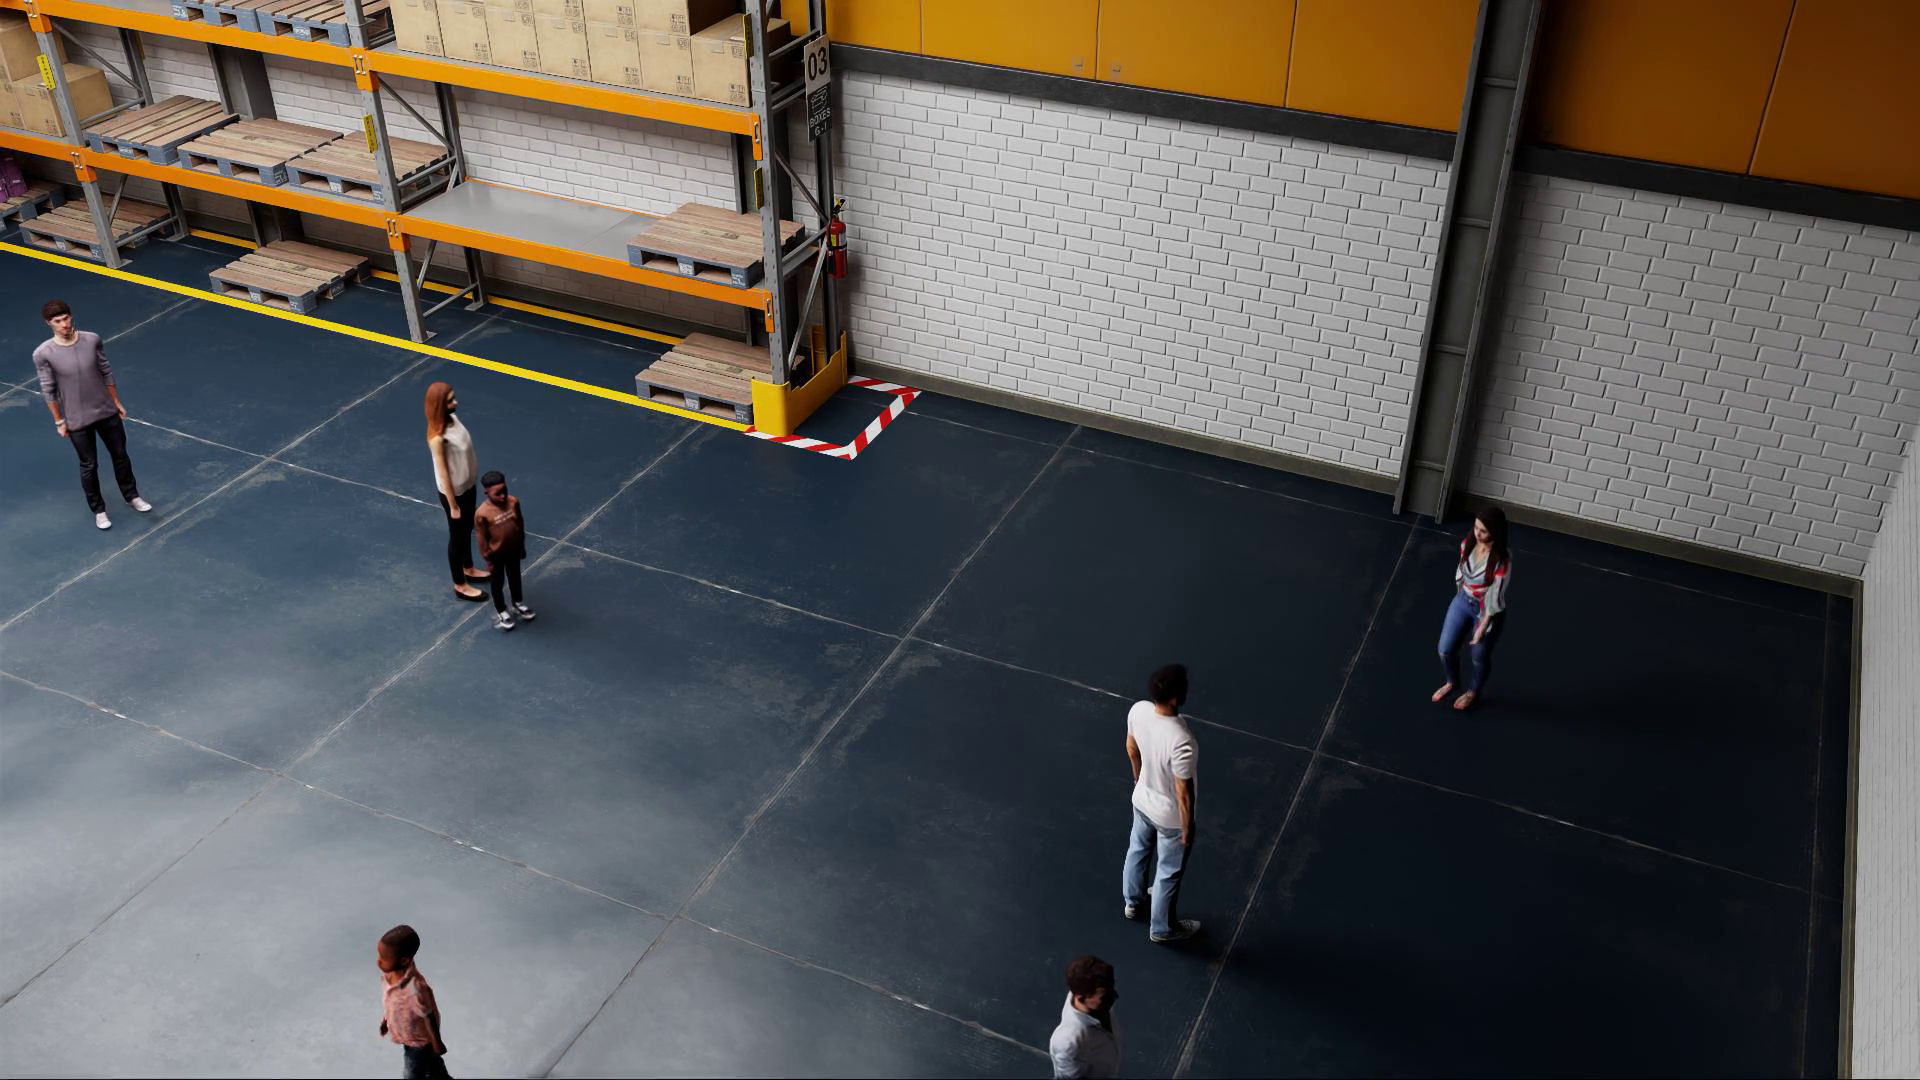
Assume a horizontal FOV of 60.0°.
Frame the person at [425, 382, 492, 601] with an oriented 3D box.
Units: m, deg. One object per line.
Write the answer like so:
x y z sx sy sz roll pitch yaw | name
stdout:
-3.640 -0.365 11.999 0.629 1.721 0.652 1 34 2 | person

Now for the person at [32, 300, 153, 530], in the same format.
-6.724 -0.997 12.829 0.650 1.854 0.729 26 42 34 | person

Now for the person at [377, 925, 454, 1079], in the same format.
-2.642 2.382 8.246 0.636 1.299 0.537 -23 40 -31 | person

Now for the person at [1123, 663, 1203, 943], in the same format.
1.116 1.440 9.151 0.820 1.866 0.706 -19 38 -26 | person

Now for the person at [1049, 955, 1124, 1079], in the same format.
0.538 2.543 7.510 0.587 1.847 0.667 10 35 15 | person

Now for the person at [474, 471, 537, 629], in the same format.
-3.248 0.047 11.802 0.573 1.251 0.571 -28 43 -35 | person

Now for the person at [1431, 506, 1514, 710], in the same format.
3.470 0.441 10.903 0.780 1.592 0.704 -23 40 -31 | person
